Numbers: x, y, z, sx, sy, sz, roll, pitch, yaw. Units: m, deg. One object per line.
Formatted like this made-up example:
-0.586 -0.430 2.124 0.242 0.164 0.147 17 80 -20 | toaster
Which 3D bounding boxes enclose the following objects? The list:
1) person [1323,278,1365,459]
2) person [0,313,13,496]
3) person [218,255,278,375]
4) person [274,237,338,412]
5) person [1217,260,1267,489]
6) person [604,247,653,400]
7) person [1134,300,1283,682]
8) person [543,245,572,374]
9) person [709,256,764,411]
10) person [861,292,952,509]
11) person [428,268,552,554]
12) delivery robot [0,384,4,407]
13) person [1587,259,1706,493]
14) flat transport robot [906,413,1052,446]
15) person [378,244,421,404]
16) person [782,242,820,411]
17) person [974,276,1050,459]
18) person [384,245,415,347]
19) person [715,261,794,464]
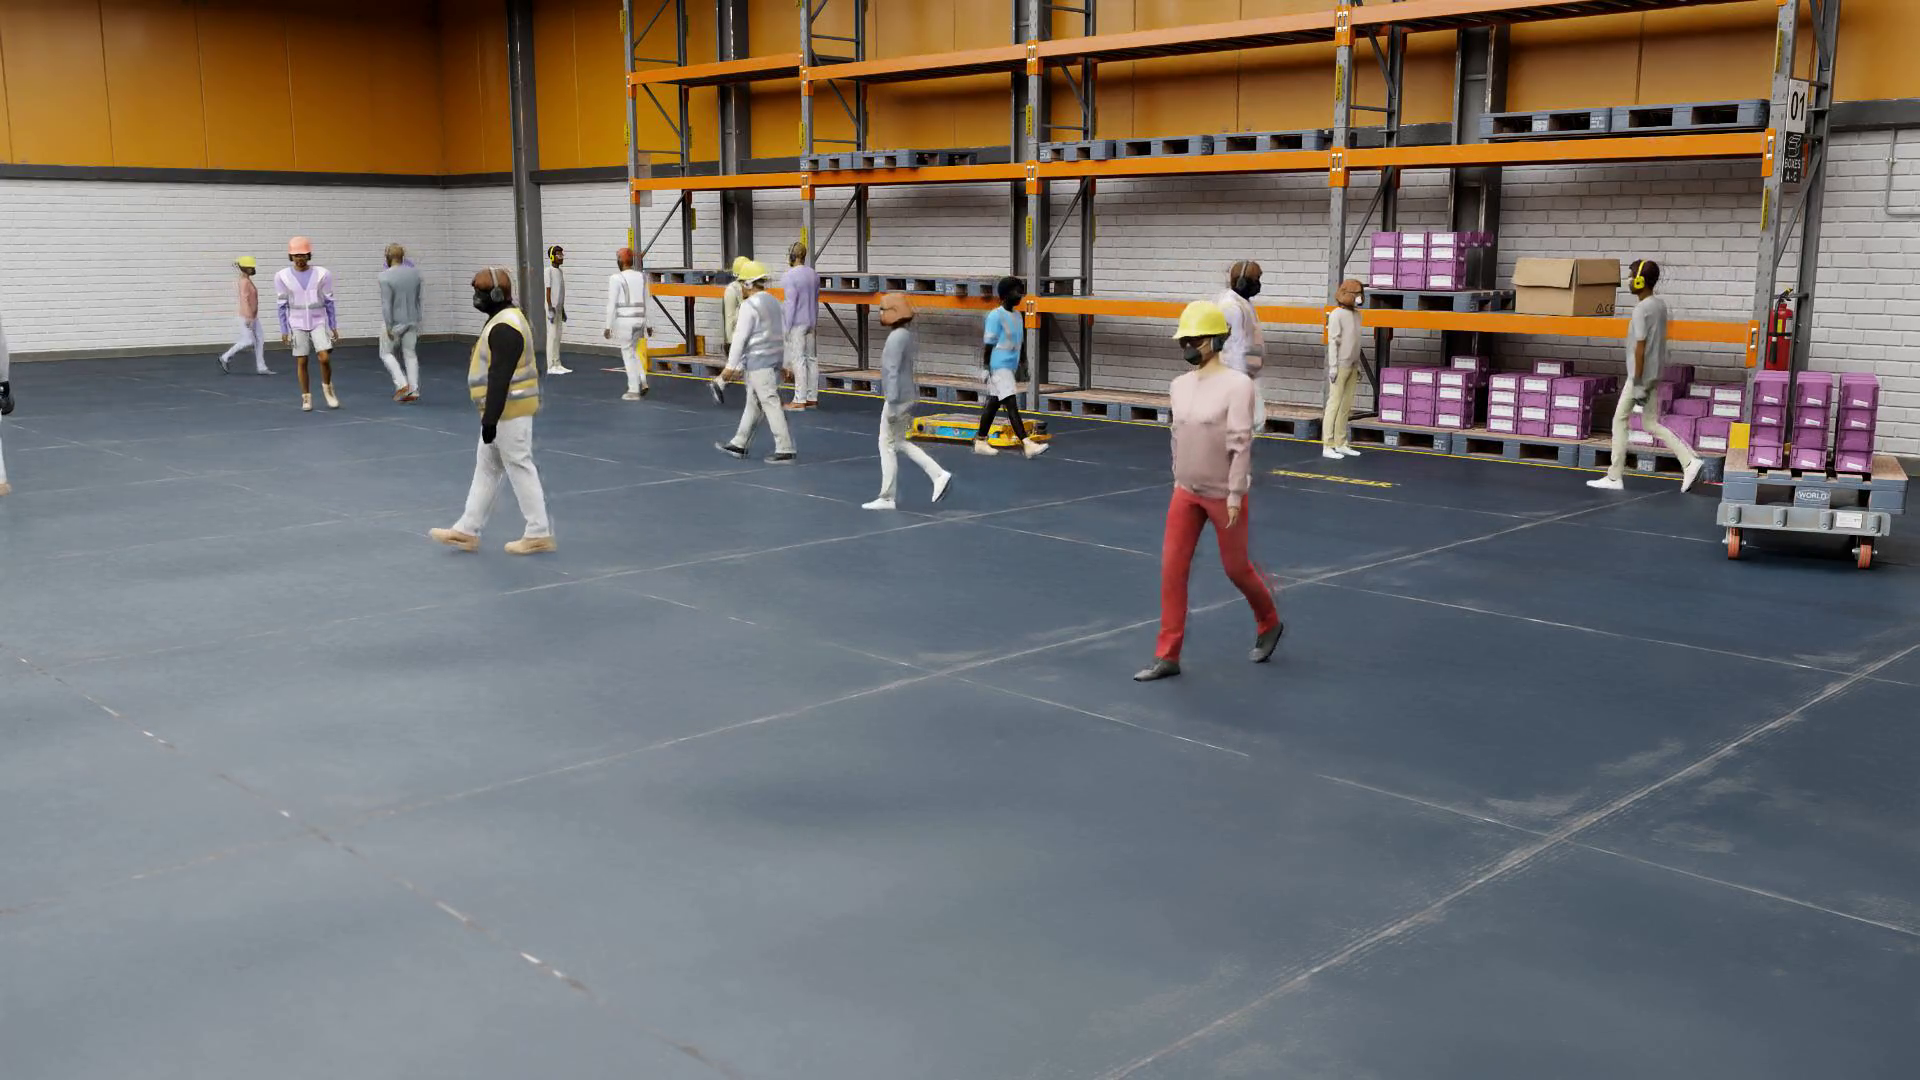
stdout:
3.518 -1.563 15.179 0.268 1.630 0.507 10 14 42 | person
-7.693 -1.241 12.857 0.632 1.842 0.429 -5 11 -24 | person
-10.318 -3.230 23.980 0.704 1.742 0.528 -2 11 -11 | person
-7.466 -2.454 19.043 0.644 2.010 0.545 -4 11 -23 | person
2.218 -1.299 13.215 0.467 1.823 0.652 4 11 20 | person
-4.084 -2.654 20.481 0.423 1.869 0.605 7 13 35 | person
1.191 -0.237 7.669 0.831 1.738 0.522 -9 14 -40 | person
-5.910 -3.373 24.404 0.335 1.873 0.520 2 11 10 | person
-2.566 -2.378 19.214 0.785 1.794 0.619 4 11 21 | person
-0.406 -1.013 12.234 0.585 1.614 0.503 2 11 10 | person
-2.984 -0.795 10.489 0.777 1.811 0.656 -3 11 -17 | person
-11.050 -1.685 18.532 0.707 0.478 0.477 0 10 -1 | delivery robot
5.428 -1.275 13.058 0.533 1.846 0.824 -10 14 -43 | person
0.125 -1.095 16.342 1.431 0.197 0.652 7 13 35 | flat transport robot
-6.724 -2.585 19.967 0.441 1.917 0.618 7 12 32 | person
-1.850 -2.463 19.253 0.354 1.938 0.635 6 12 28 | person
0.465 -1.561 15.113 0.879 1.643 0.540 5 12 27 | person
-10.167 -4.432 30.253 0.569 1.840 0.374 -8 13 -37 | person
-1.855 -1.575 14.817 0.893 1.782 0.604 3 11 16 | person
